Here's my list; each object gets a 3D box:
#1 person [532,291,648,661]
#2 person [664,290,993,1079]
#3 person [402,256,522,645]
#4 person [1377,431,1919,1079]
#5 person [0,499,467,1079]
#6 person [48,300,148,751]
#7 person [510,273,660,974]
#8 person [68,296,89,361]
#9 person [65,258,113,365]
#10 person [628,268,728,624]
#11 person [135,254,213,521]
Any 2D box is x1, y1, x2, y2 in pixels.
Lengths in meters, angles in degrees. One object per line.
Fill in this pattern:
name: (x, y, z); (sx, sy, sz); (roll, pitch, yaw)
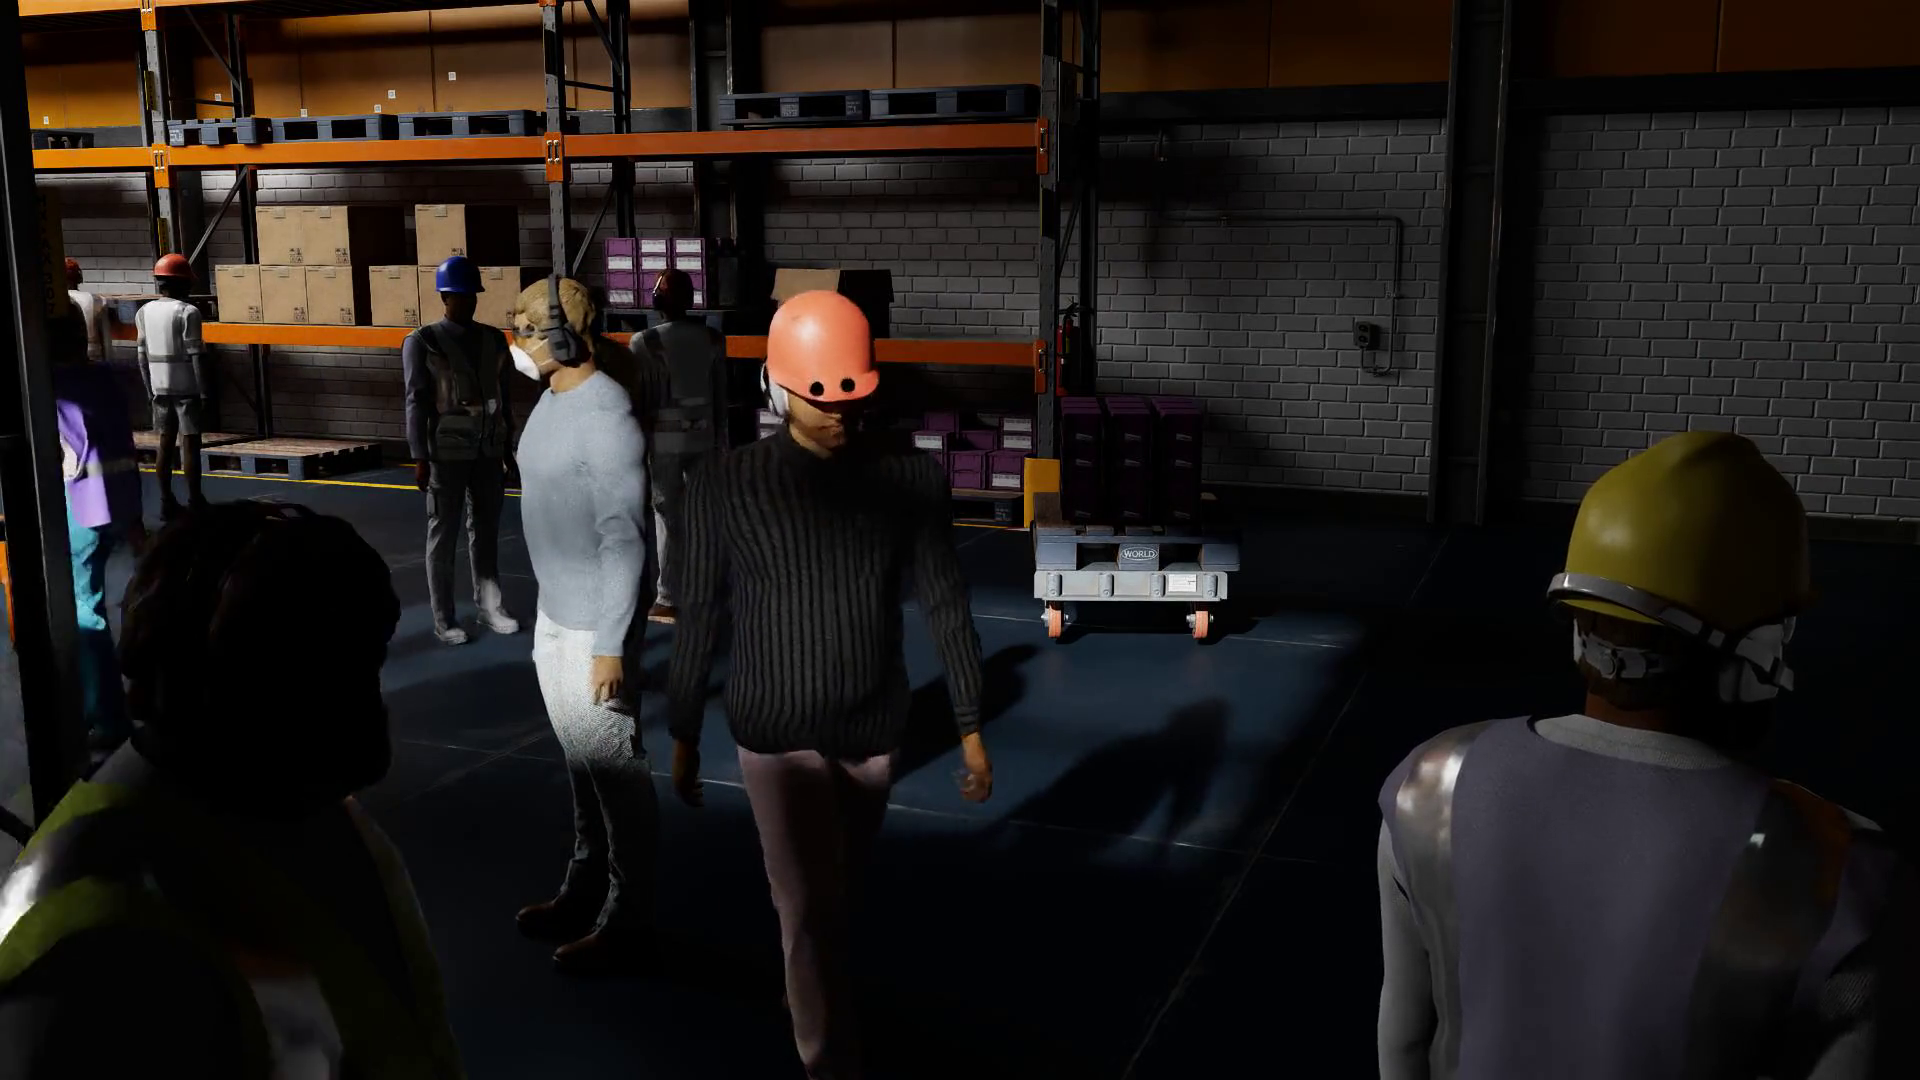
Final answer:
person: (-1.793, -0.236, 7.587); (0.784, 1.814, 0.661); (4, 11, 20)
person: (-0.296, 0.407, 3.740); (0.676, 1.925, 1.067); (-4, 11, -22)
person: (-2.517, -0.456, 8.455); (0.389, 1.946, 0.614); (8, 13, 38)
person: (0.731, 0.797, 1.800); (0.404, 1.833, 0.590); (-9, 13, -40)
person: (-0.747, 0.848, 1.628); (0.853, 1.809, 0.616); (-1, 10, -3)
person: (-3.538, -0.058, 6.584); (0.573, 1.822, 0.594); (2, 10, 10)
person: (-1.051, 0.234, 4.654); (0.374, 1.936, 0.627); (-6, 12, -29)
person: (-6.256, -0.999, 11.225); (0.674, 2.000, 0.535); (-9, 13, -40)
person: (-7.556, -1.463, 14.244); (0.356, 1.886, 0.572); (10, 14, 44)
person: (-1.498, -0.496, 8.863); (0.574, 1.885, 0.355); (-8, 13, -39)
person: (-5.655, -1.096, 12.063); (0.550, 1.933, 0.370); (3, 11, 18)
